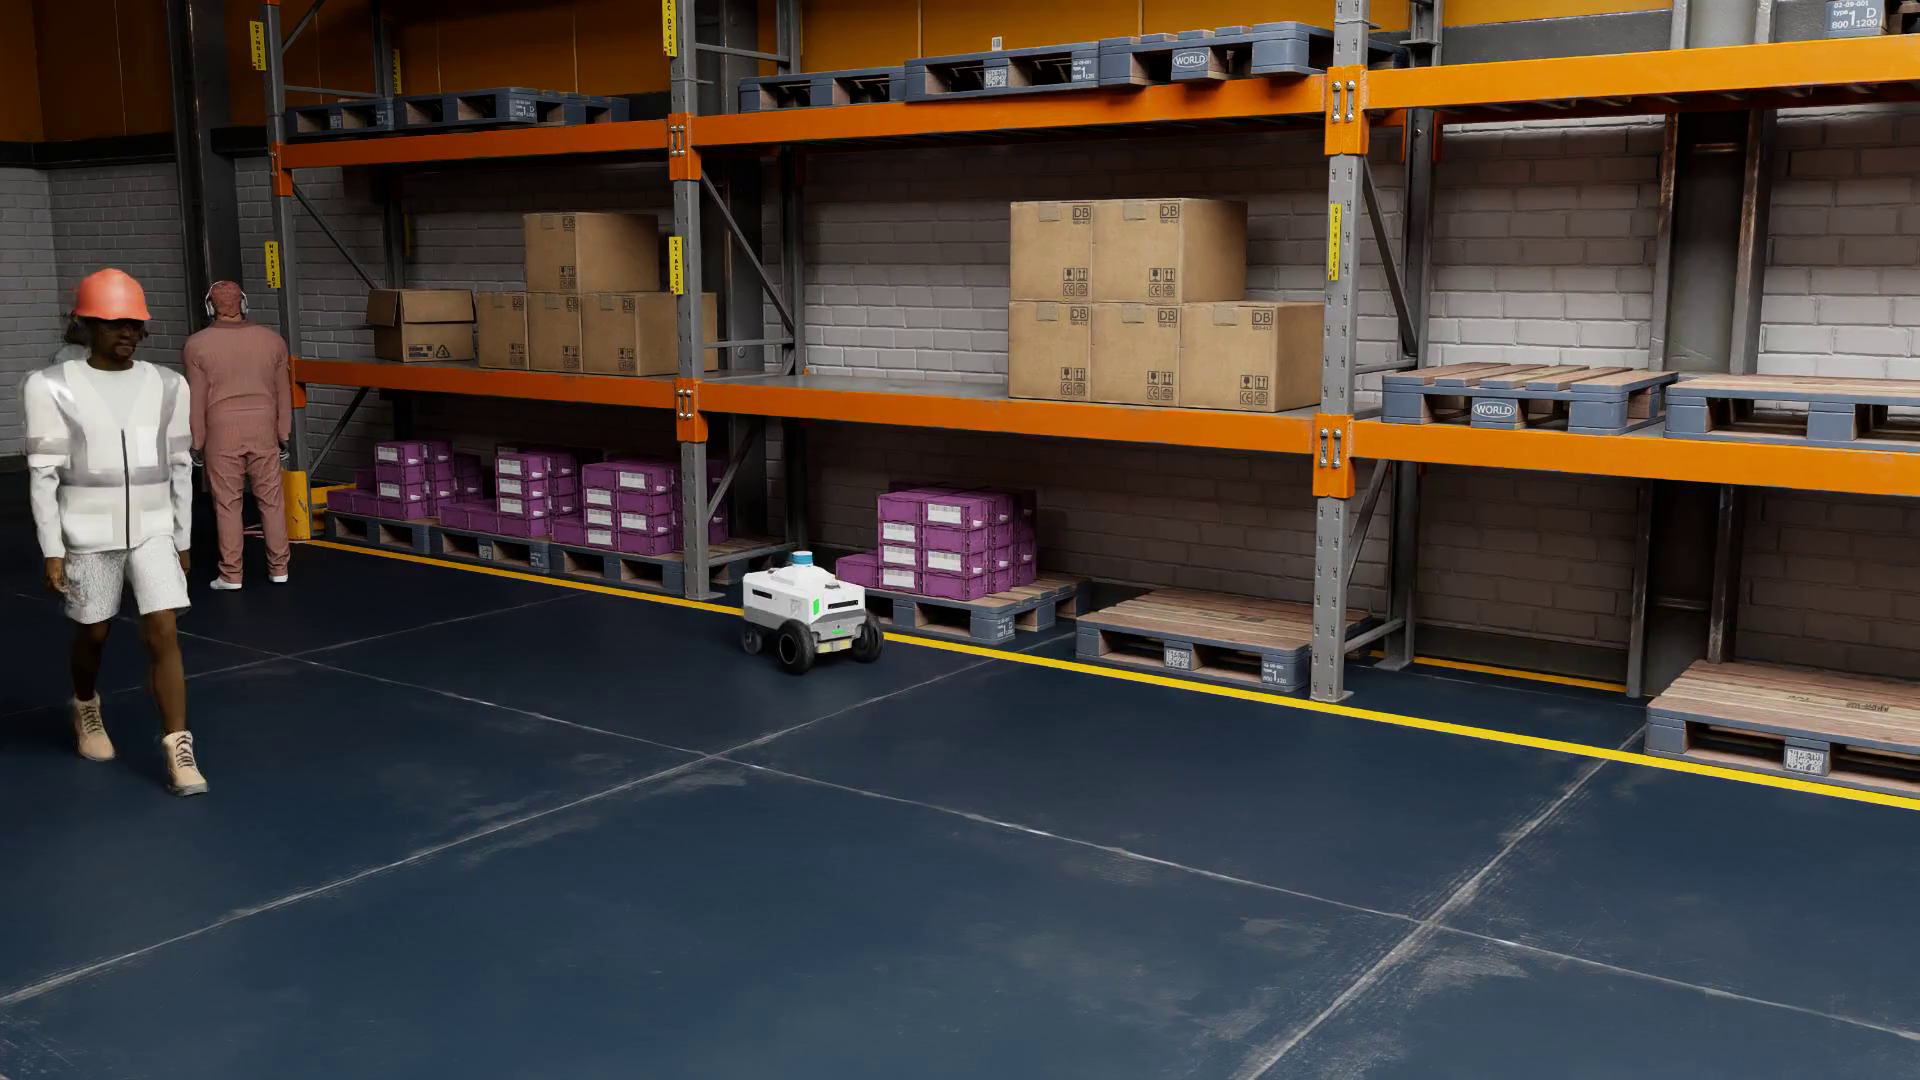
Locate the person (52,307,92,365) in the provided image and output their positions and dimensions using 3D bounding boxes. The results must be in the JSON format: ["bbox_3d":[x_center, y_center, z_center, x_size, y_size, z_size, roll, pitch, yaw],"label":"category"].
[{"bbox_3d":[-6.224,-0.836,11.952,0.366,1.731,0.499,4,10,22],"label":"person"}]

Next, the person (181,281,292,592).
[{"bbox_3d":[-4.440,-0.633,10.232,0.639,1.902,0.406,-8,13,-41],"label":"person"}]

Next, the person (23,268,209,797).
[{"bbox_3d":[-3.297,-0.051,6.484,0.619,2.003,1.030,-8,13,-40],"label":"person"}]

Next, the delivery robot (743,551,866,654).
[{"bbox_3d":[-0.792,0.299,8.394,0.477,0.478,0.707,-8,12,-38],"label":"delivery robot"}]
